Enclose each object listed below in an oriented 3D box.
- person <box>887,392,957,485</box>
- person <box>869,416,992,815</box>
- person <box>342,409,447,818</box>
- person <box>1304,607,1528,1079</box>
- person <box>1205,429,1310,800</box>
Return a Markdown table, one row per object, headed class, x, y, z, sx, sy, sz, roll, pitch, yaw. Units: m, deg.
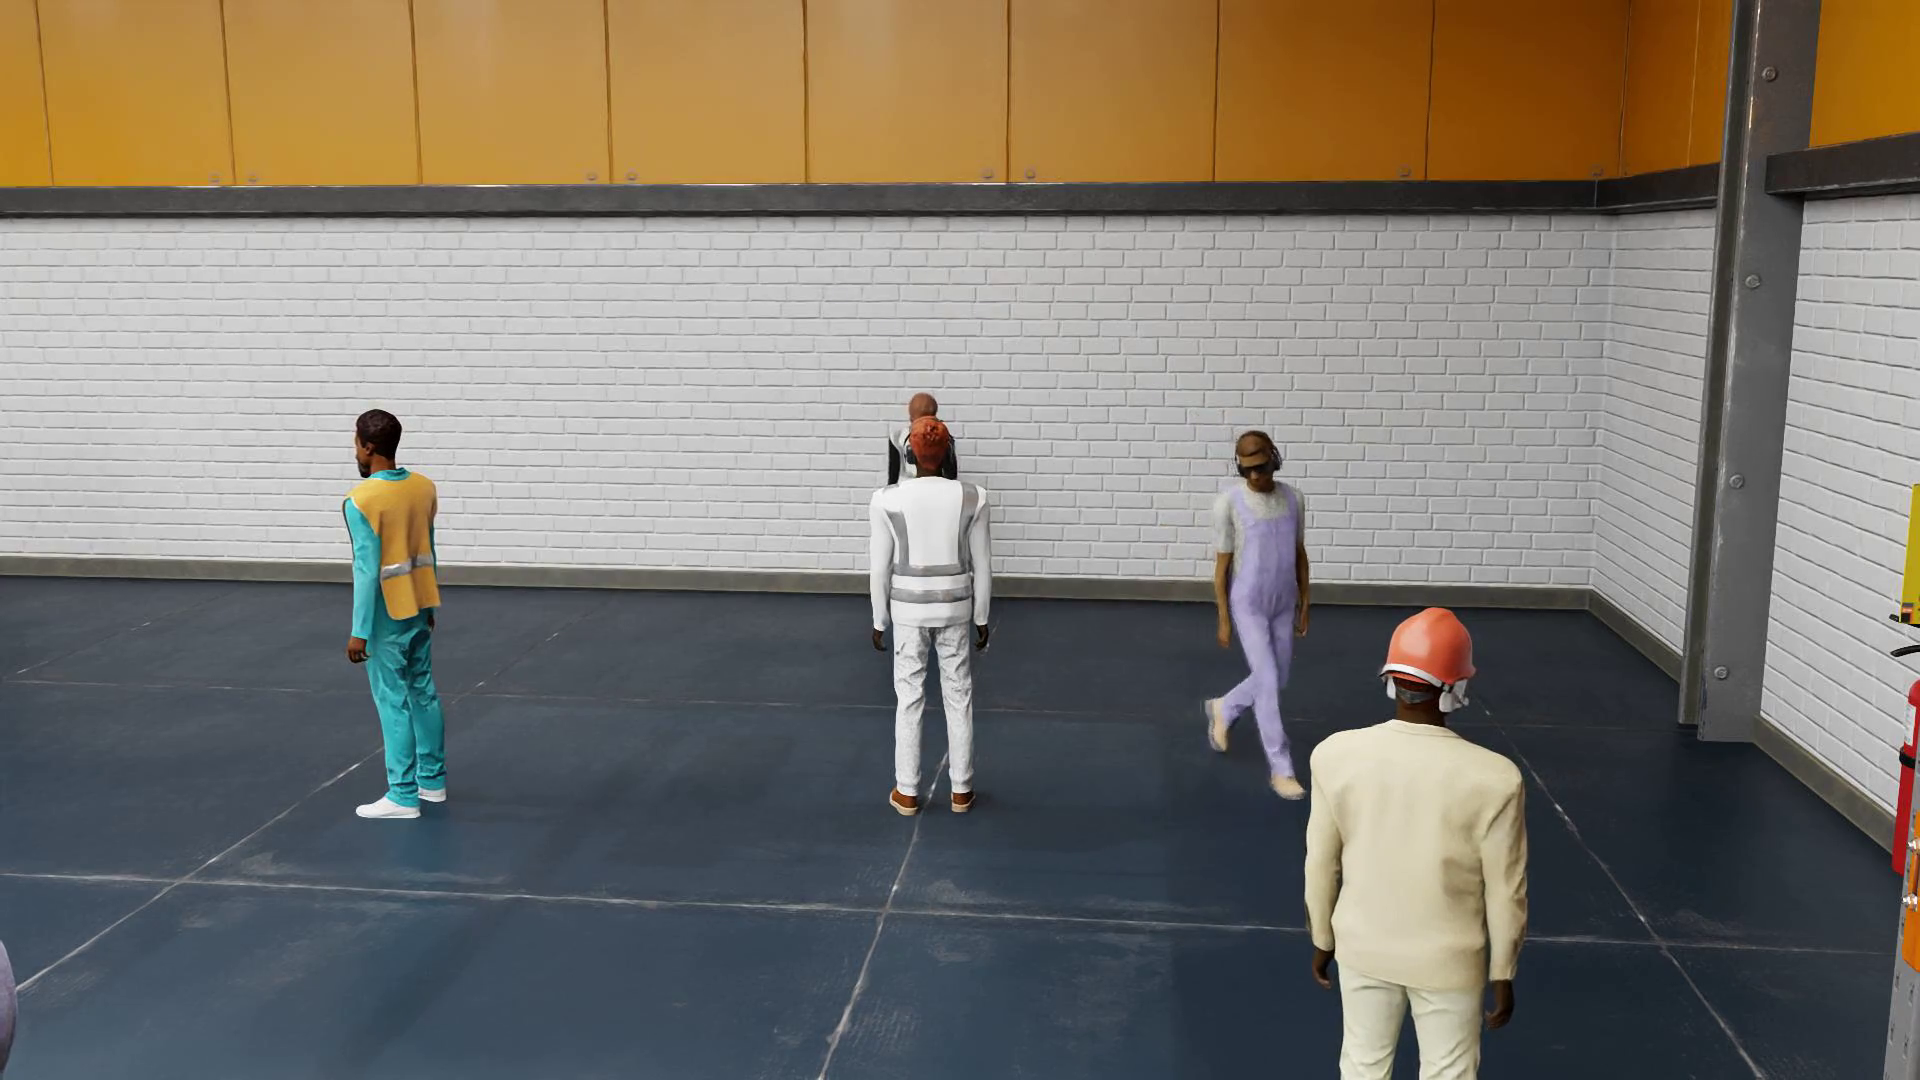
| class | x | y | z | sx | sy | sz | roll | pitch | yaw |
| --- | --- | --- | --- | --- | --- | --- | --- | --- | --- |
| person | -0.279 | -0.250 | 12.036 | 0.527 | 1.642 | 0.313 | 2 | 10 | 11 |
| person | -0.136 | 0.359 | 7.803 | 0.574 | 1.884 | 0.356 | -1 | 10 | -7 |
| person | -2.634 | 0.346 | 7.780 | 0.374 | 1.917 | 0.597 | 3 | 10 | 15 |
| person | 1.171 | 1.038 | 4.288 | 0.564 | 1.752 | 0.338 | 6 | 12 | 32 |
| person | 1.448 | 0.330 | 8.242 | 0.540 | 1.800 | 0.804 | -4 | 11 | -23 |
